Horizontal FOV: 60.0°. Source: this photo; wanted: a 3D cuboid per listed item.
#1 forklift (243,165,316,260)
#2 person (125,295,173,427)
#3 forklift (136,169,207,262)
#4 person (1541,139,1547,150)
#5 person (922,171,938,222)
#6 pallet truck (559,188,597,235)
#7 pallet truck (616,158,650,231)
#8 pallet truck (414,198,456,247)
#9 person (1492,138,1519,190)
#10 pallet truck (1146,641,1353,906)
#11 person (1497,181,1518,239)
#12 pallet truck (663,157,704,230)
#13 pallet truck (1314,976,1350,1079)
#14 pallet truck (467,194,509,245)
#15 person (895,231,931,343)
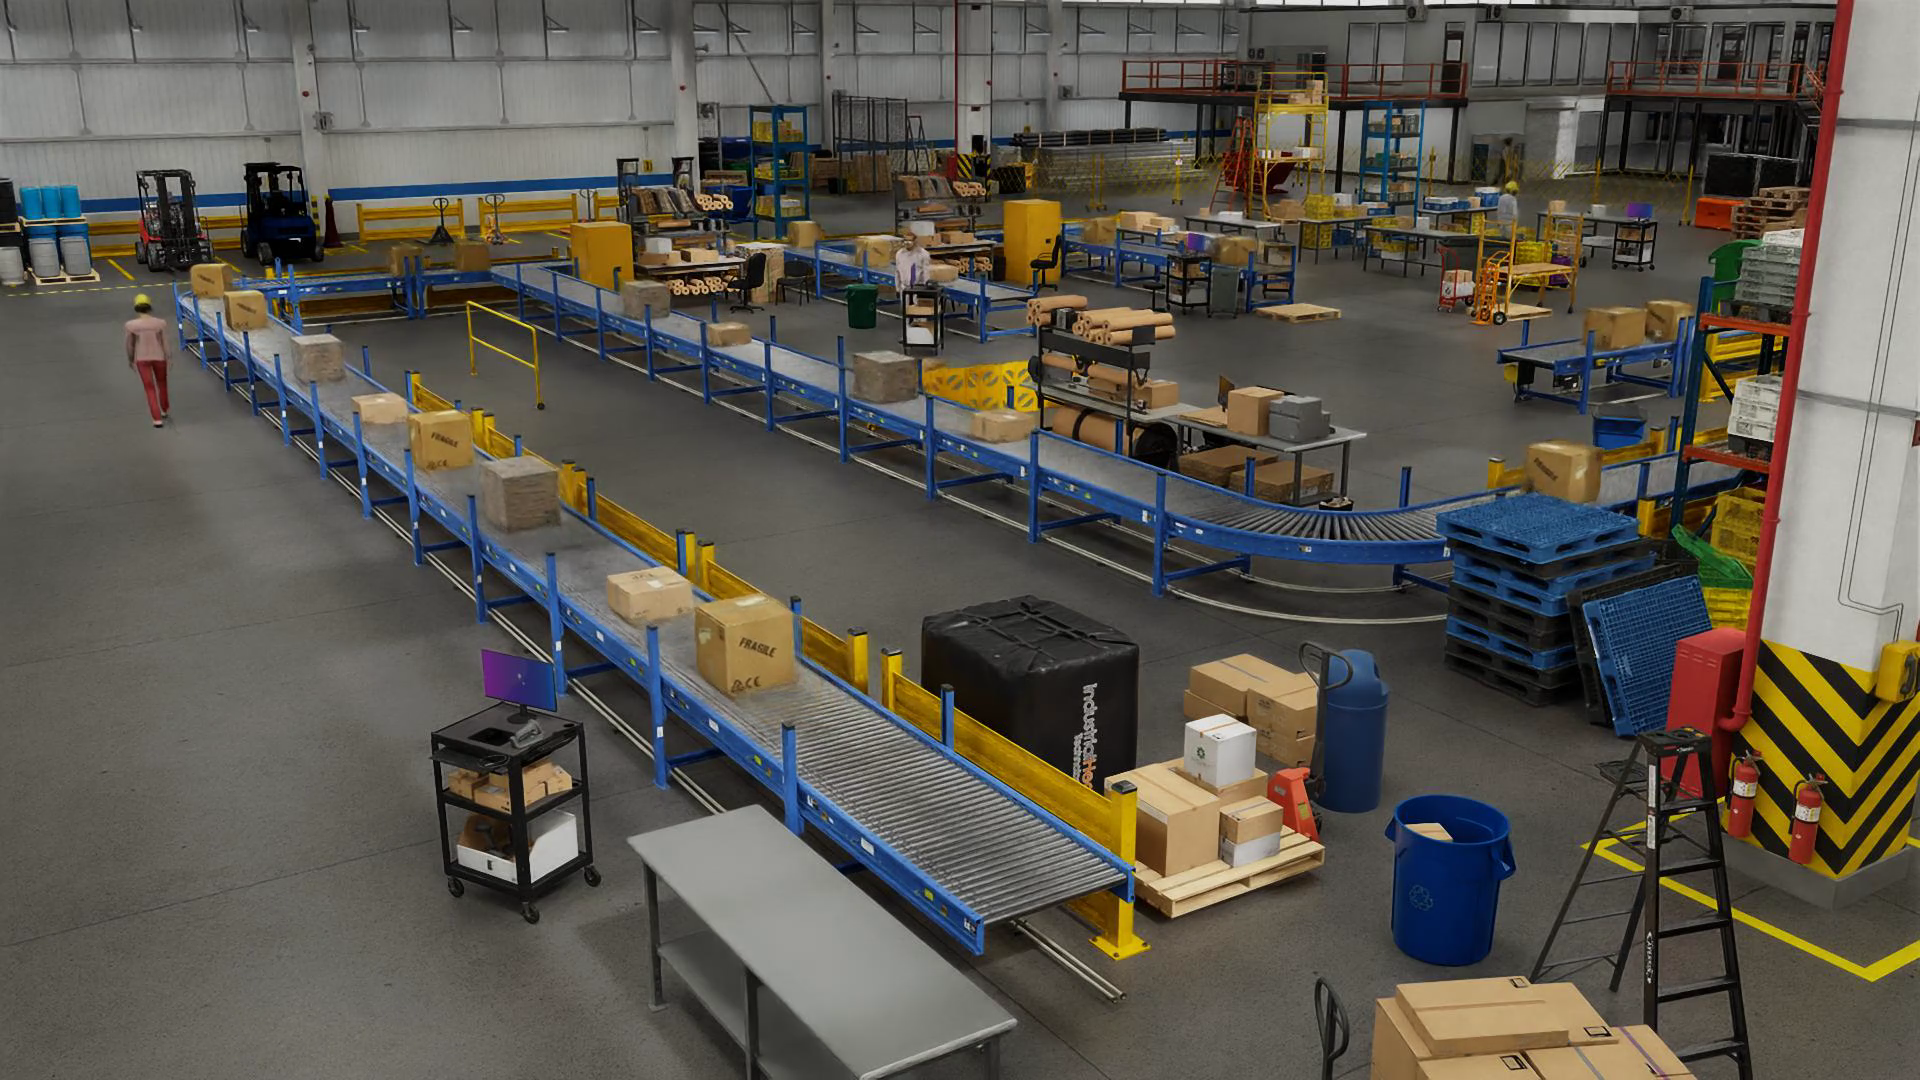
[{"bbox_3d":[-15.898,-7.669,38.708,1.157,1.987,2.680,-11,20,-33],"label":"forklift"},{"bbox_3d":[-10.792,-2.401,22.167,0.538,1.720,0.891,-9,19,-27],"label":"person"},{"bbox_3d":[-17.842,-7.318,37.559,1.157,1.987,2.680,-10,20,-31],"label":"forklift"},{"bbox_3d":[24.519,-16.625,69.666,0.535,1.611,0.604,-11,20,-33],"label":"person"},{"bbox_3d":[-0.620,-7.675,39.242,0.915,2.018,0.614,-7,18,-22],"label":"person"},{"bbox_3d":[-10.010,-8.652,43.699,0.653,1.274,1.630,-10,20,-31],"label":"pallet truck"},{"bbox_3d":[-8.918,-9.176,44.255,0.823,1.965,1.885,-9,19,-27],"label":"pallet truck"},{"bbox_3d":[-13.250,-8.060,41.856,0.680,1.201,1.601,-10,20,-31],"label":"pallet truck"},{"bbox_3d":[18.482,-12.689,56.299,0.956,1.796,0.519,3,17,11],"label":"person"},{"bbox_3d":[1.664,1.407,10.232,1.630,1.274,0.653,-10,20,-31],"label":"pallet truck"},{"bbox_3d":[12.737,-7.412,38.670,0.404,1.827,0.599,-6,18,-19],"label":"person"},{"bbox_3d":[-7.586,-9.308,44.692,0.823,1.965,1.885,-11,20,-33],"label":"pallet truck"},{"bbox_3d":[2.299,2.390,7.086,1.601,1.201,0.680,-2,17,-7],"label":"pallet truck"},{"bbox_3d":[-11.983,-8.177,42.137,0.704,1.261,1.522,-11,20,-33],"label":"pallet truck"},{"bbox_3d":[-0.815,-4.238,28.007,0.635,1.900,0.398,7,18,22],"label":"person"}]
